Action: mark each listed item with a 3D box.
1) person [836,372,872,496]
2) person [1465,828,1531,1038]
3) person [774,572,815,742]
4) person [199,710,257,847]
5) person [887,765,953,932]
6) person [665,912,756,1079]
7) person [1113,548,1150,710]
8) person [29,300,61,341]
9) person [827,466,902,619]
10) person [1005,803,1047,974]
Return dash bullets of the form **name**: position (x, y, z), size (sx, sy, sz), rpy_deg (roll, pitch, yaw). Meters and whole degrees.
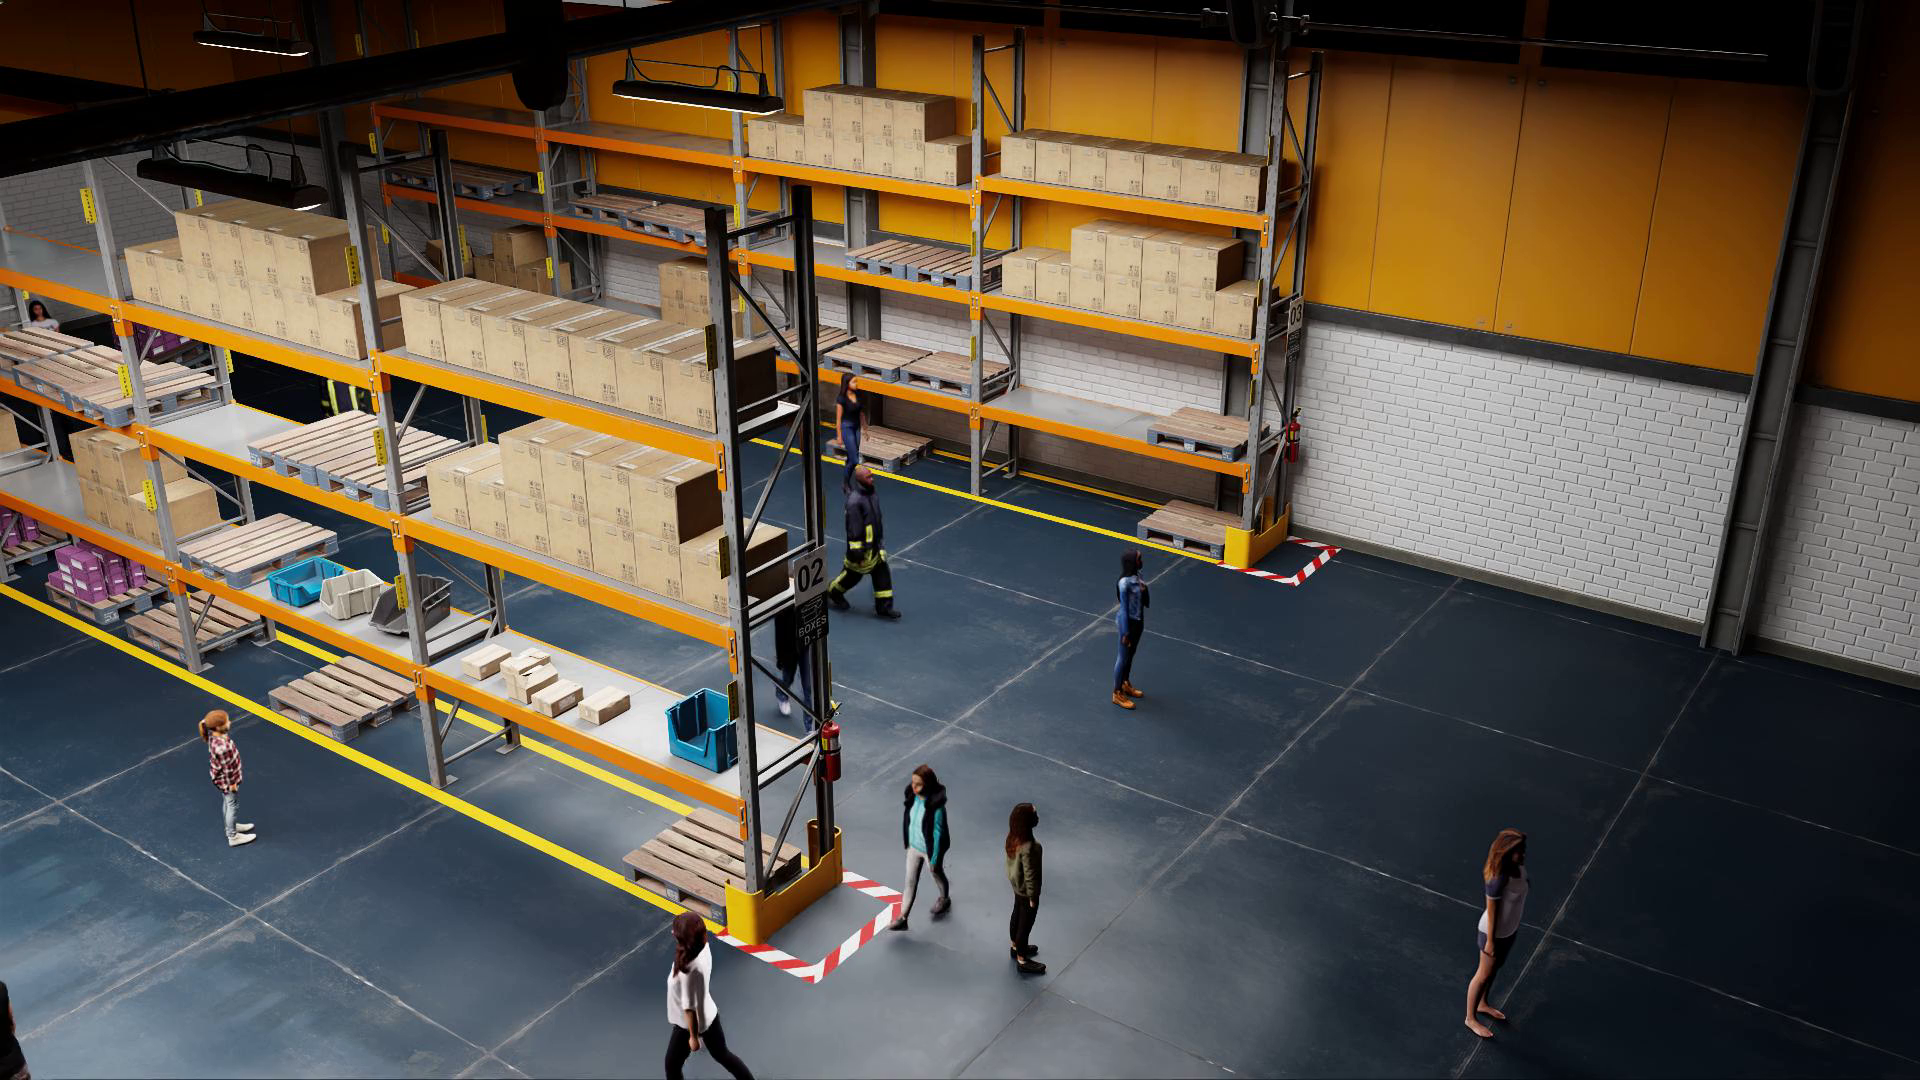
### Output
- **person**: position (-1.526, -1.424, 22.206), size (0.572, 1.725, 0.559), rpy_deg (16, 28, 32)
- **person**: position (3.994, 2.877, 12.359), size (0.558, 1.730, 0.619), rpy_deg (18, 30, 36)
- **person**: position (-1.651, 1.081, 16.490), size (0.983, 1.713, 1.239), rpy_deg (-11, 26, -23)
- **person**: position (-6.499, 2.082, 14.710), size (0.653, 1.305, 0.549), rpy_deg (-14, 27, -28)
- **person**: position (-0.224, 2.481, 13.602), size (0.903, 1.461, 0.699), rpy_deg (18, 30, 36)
- **person**: position (-1.698, 3.302, 11.354), size (1.189, 1.757, 0.977), rpy_deg (2, 24, 5)
- **person**: position (1.728, 0.868, 16.981), size (0.569, 1.711, 0.643), rpy_deg (11, 26, 23)
- **person**: position (-13.849, -2.780, 25.279), size (0.751, 1.748, 1.145), rpy_deg (-21, 31, -39)
- **person**: position (-1.167, 0.023, 18.819), size (1.194, 1.786, 0.784), rpy_deg (14, 27, 28)
- **person**: position (0.511, 2.708, 13.065), size (0.712, 1.476, 0.646), rpy_deg (-5, 24, -11)
